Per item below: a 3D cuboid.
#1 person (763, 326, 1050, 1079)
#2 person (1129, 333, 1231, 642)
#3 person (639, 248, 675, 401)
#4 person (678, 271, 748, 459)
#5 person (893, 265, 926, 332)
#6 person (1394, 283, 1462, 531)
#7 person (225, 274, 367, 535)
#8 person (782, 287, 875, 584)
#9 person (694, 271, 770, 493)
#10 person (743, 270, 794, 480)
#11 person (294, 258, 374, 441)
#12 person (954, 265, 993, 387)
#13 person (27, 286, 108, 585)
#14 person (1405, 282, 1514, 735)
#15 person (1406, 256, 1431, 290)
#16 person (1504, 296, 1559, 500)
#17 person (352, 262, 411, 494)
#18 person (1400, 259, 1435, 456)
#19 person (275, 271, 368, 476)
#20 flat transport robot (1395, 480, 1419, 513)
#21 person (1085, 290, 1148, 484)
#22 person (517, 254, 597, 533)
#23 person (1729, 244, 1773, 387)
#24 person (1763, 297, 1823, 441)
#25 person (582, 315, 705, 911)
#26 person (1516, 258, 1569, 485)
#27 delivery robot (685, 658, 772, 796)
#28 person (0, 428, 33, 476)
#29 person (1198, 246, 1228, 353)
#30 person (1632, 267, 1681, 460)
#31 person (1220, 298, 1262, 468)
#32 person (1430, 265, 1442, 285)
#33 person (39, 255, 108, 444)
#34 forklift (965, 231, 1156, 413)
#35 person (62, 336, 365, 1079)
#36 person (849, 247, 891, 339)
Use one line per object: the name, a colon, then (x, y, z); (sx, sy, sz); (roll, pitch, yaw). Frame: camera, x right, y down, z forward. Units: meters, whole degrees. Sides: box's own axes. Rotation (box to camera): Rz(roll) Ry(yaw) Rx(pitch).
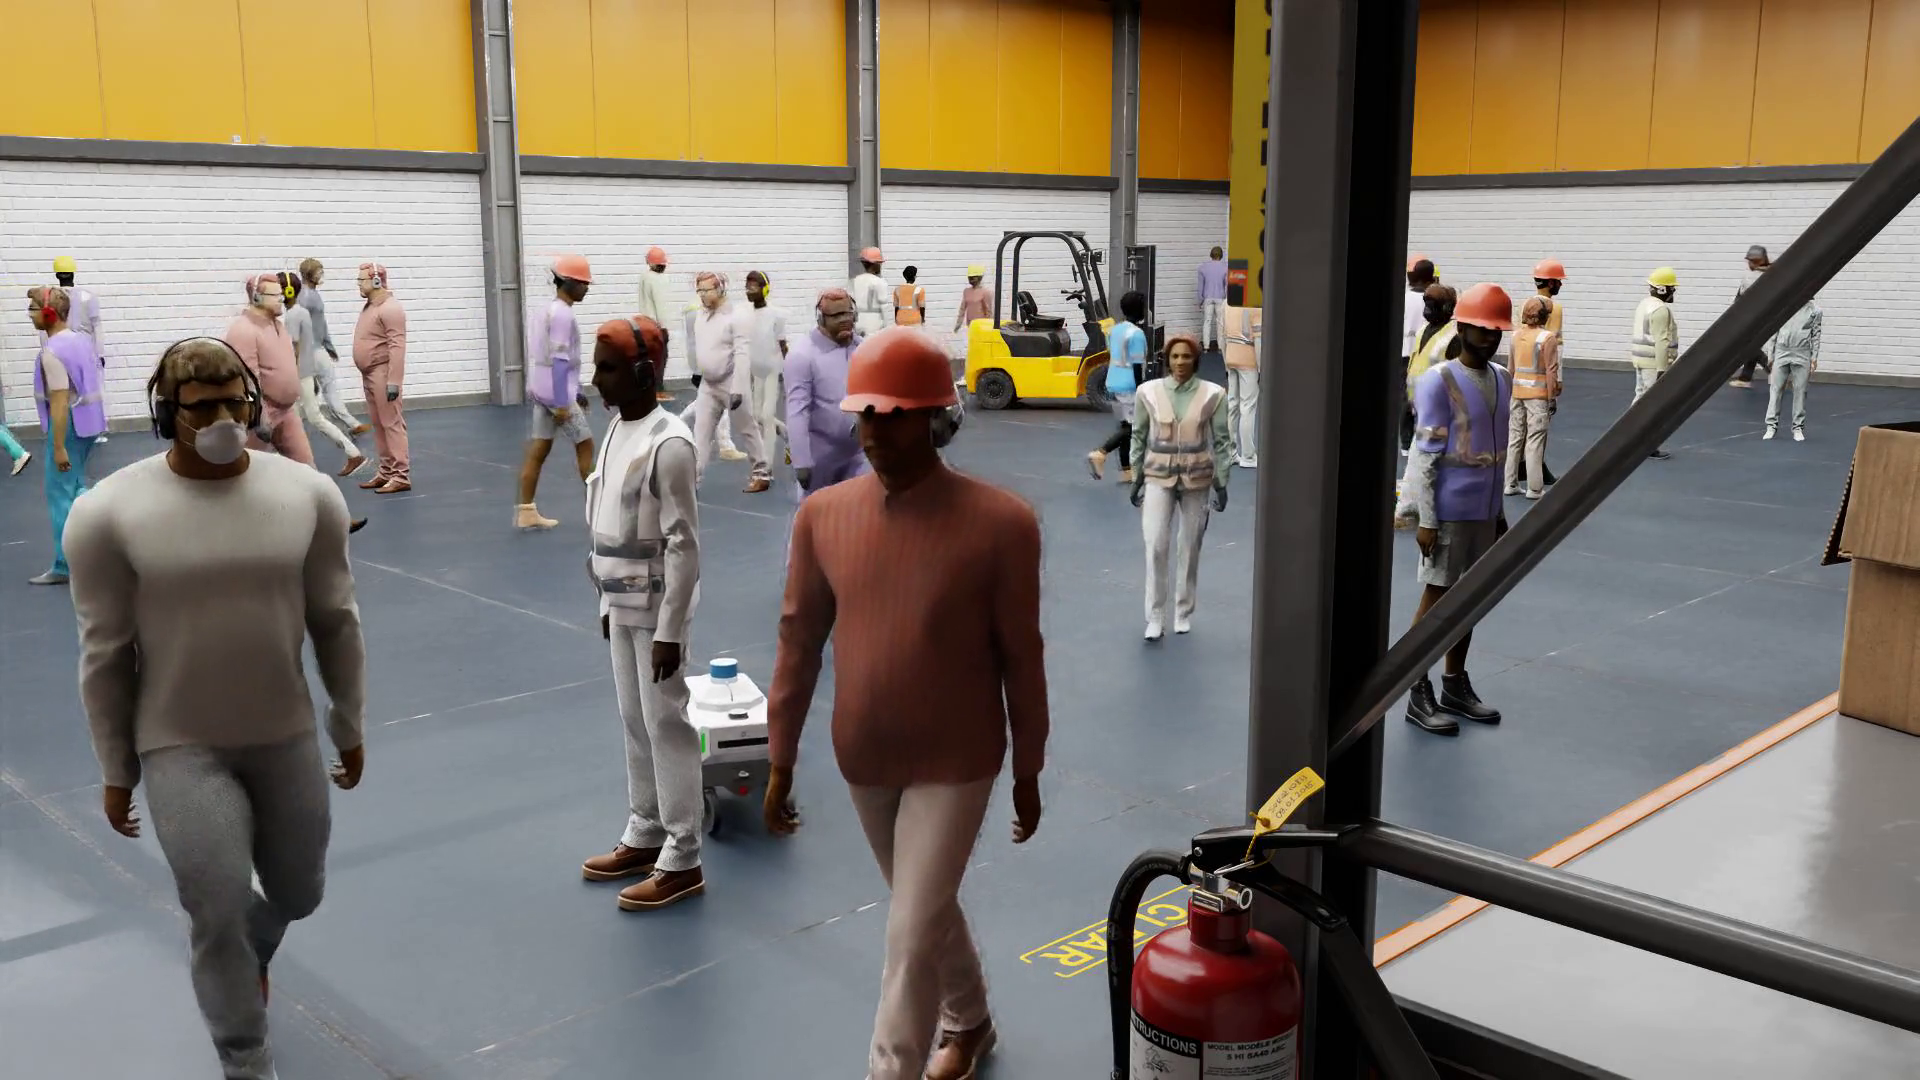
person: (-0.130, 0.482, 3.818); (0.633, 1.941, 1.049); (5, 11, 25)
person: (1.150, -0.268, 8.733); (0.540, 1.614, 0.674); (1, 10, 8)
person: (-3.951, -2.757, 21.478); (0.362, 1.971, 0.654); (-7, 12, -32)
person: (-2.478, -1.670, 15.923); (0.851, 1.811, 0.627); (1, 10, 7)
person: (-0.746, -3.212, 24.627); (0.532, 1.691, 0.322); (5, 11, 24)
person: (3.478, -0.953, 12.041); (0.973, 1.798, 0.630); (-2, 11, -9)
person: (-4.628, -0.868, 11.345); (0.982, 1.858, 0.670); (2, 11, 8)
person: (-0.706, -0.511, 9.479); (0.680, 1.851, 1.030); (-9, 13, -39)
person: (-1.958, -1.259, 13.562); (0.662, 1.842, 1.039); (8, 13, 37)
person: (-1.657, -1.474, 14.746); (0.537, 1.842, 0.781); (7, 12, 33)
person: (-6.604, -1.954, 17.196); (1.005, 1.885, 0.653); (-3, 11, -16)
person: (0.243, -3.051, 23.682); (0.949, 1.716, 0.521); (-8, 13, -39)
person: (-5.402, -0.633, 10.155); (0.605, 1.833, 0.579); (-2, 11, -10)
person: (2.187, -0.133, 7.158); (0.552, 1.933, 0.368); (-7, 13, -34)
person: (5.328, -2.410, 19.702); (0.572, 1.882, 0.978); (7, 12, 33)
person: (4.633, -1.146, 13.488); (0.309, 1.641, 0.515); (-5, 12, -25)
person: (-4.831, -1.343, 13.835); (0.407, 1.906, 0.654); (-8, 13, -36)
person: (4.449, -1.762, 16.150); (0.601, 1.903, 0.460); (3, 11, 17)
person: (-5.734, -1.440, 14.601); (0.946, 1.831, 0.529); (-3, 11, -18)
flat transport robot: (3.196, -0.332, 12.782); (1.431, 0.197, 0.652); (-1, 10, -5)
person: (1.351, -1.283, 14.136); (0.558, 1.681, 0.533); (-3, 11, -17)
person: (-2.778, -1.045, 11.969); (0.980, 1.986, 0.646); (-5, 11, -24)
person: (11.133, -3.114, 23.123); (0.692, 2.000, 0.765); (-8, 13, -39)
person: (8.672, -1.902, 17.320); (0.493, 1.746, 0.282); (5, 11, 25)
person: (-1.014, 0.231, 5.314); (0.356, 1.885, 0.572); (-6, 12, -31)
person: (5.003, -1.444, 14.298); (0.357, 1.937, 0.551); (-3, 11, -18)
delivery robot: (-0.875, 0.686, 6.204); (0.477, 0.478, 0.707); (-4, 11, -18)
person: (-8.684, -1.410, 14.663); (0.845, 1.736, 0.524); (-2, 11, -10)
person: (4.616, -4.343, 30.105); (0.635, 1.937, 0.354); (4, 11, 22)
person: (6.659, -1.692, 15.940); (0.403, 1.830, 0.600); (1, 10, 3)
person: (2.628, -1.623, 15.298); (0.369, 1.929, 0.586); (-6, 12, -28)
person: (6.457, -2.939, 23.043); (0.902, 1.718, 0.538); (-2, 11, -11)
person: (-9.035, -1.924, 16.940); (0.587, 1.930, 0.363); (-4, 11, -20)
forklift: (1.222, -2.721, 20.561); (2.313, 2.155, 1.214); (2, 11, 13)
person: (-1.774, 0.459, 4.009); (0.636, 1.914, 0.760); (-8, 13, -37)
person: (-1.159, -2.656, 20.770); (1.047, 1.999, 0.627); (-10, 14, -42)
